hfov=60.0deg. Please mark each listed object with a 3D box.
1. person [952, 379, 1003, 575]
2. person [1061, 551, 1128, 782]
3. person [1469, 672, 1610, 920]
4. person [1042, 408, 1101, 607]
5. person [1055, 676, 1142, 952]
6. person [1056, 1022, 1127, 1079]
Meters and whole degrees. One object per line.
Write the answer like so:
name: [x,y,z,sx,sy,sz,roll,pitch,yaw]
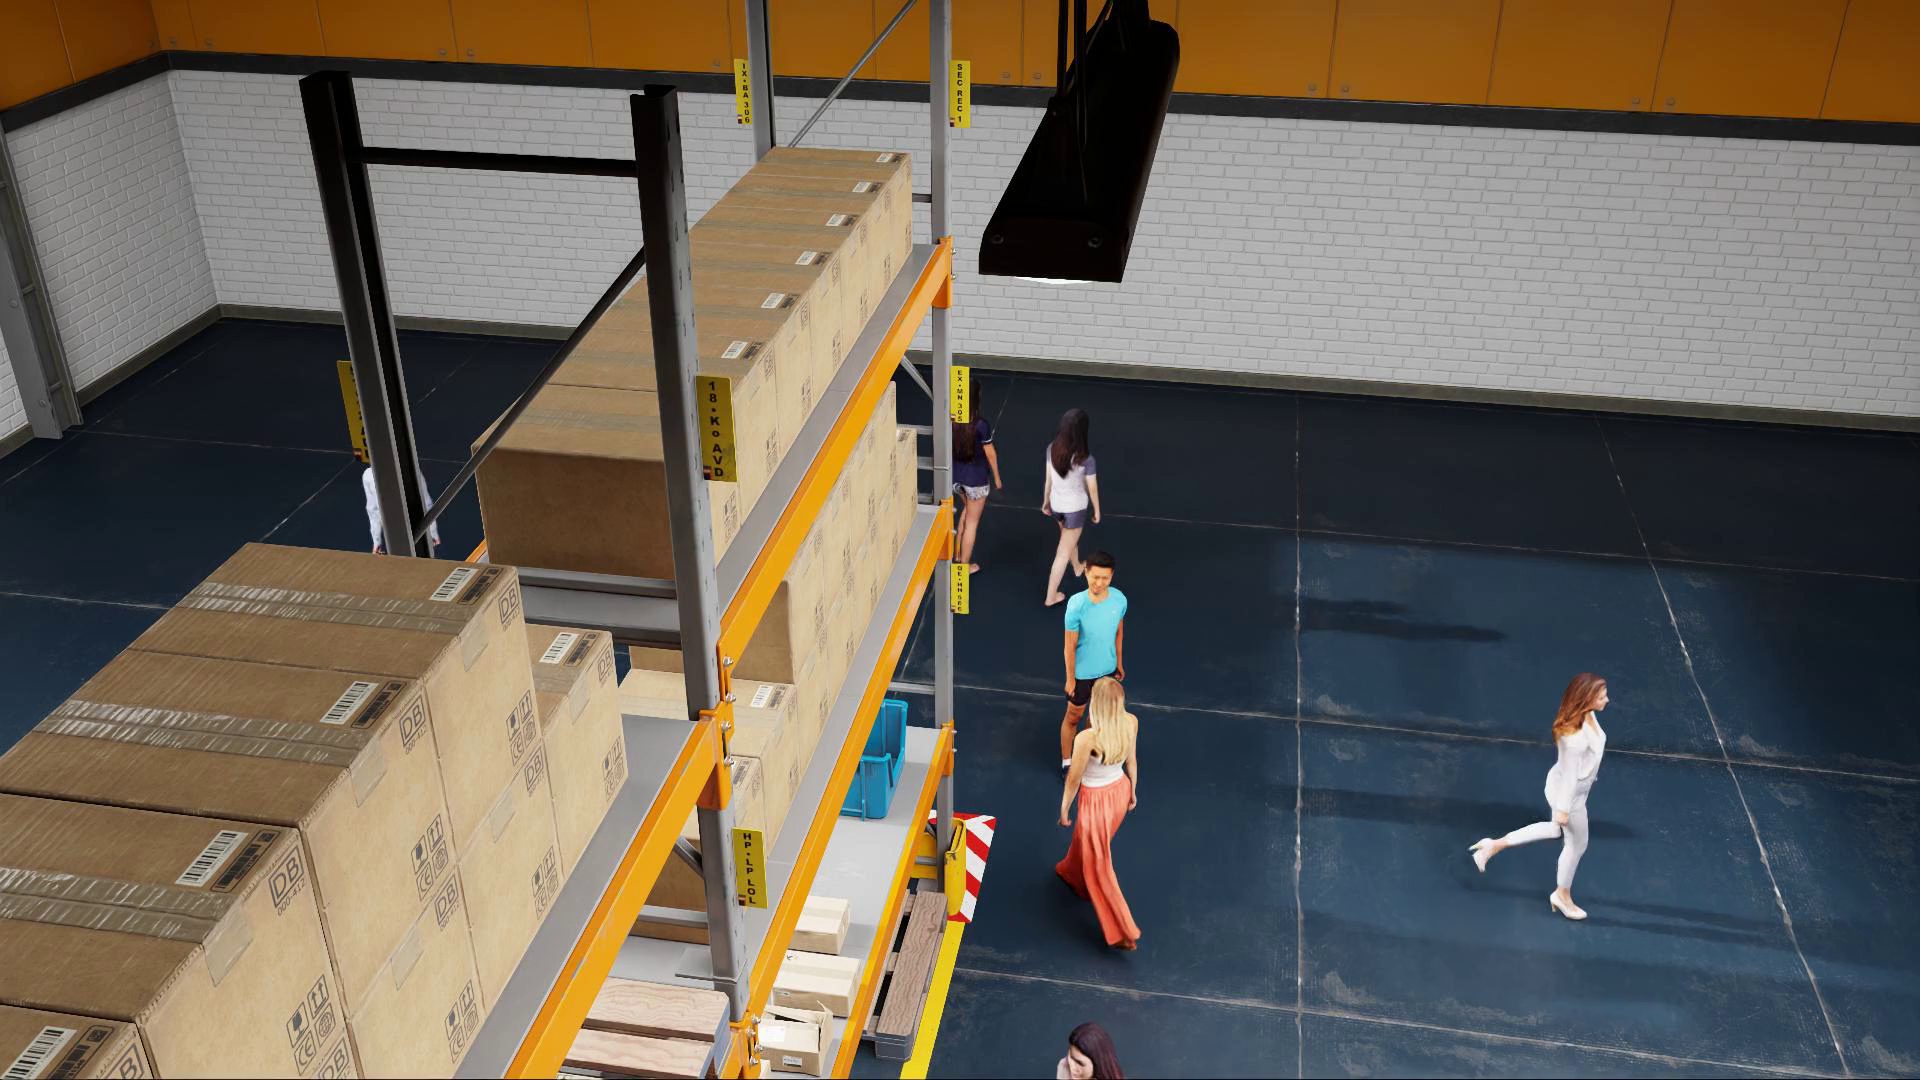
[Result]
person: [0.023,-0.462,13.684,0.702,1.757,0.743,21,35,33]
person: [0.881,0.857,11.248,0.693,1.776,0.721,-14,31,-24]
person: [3.572,1.537,10.031,0.774,1.747,0.965,11,31,20]
person: [0.820,-0.225,13.340,0.895,1.671,1.079,21,35,33]
person: [0.881,1.638,9.829,1.140,1.763,1.206,-18,33,-30]
person: [0.589,2.868,7.594,0.674,1.745,0.675,22,35,34]
